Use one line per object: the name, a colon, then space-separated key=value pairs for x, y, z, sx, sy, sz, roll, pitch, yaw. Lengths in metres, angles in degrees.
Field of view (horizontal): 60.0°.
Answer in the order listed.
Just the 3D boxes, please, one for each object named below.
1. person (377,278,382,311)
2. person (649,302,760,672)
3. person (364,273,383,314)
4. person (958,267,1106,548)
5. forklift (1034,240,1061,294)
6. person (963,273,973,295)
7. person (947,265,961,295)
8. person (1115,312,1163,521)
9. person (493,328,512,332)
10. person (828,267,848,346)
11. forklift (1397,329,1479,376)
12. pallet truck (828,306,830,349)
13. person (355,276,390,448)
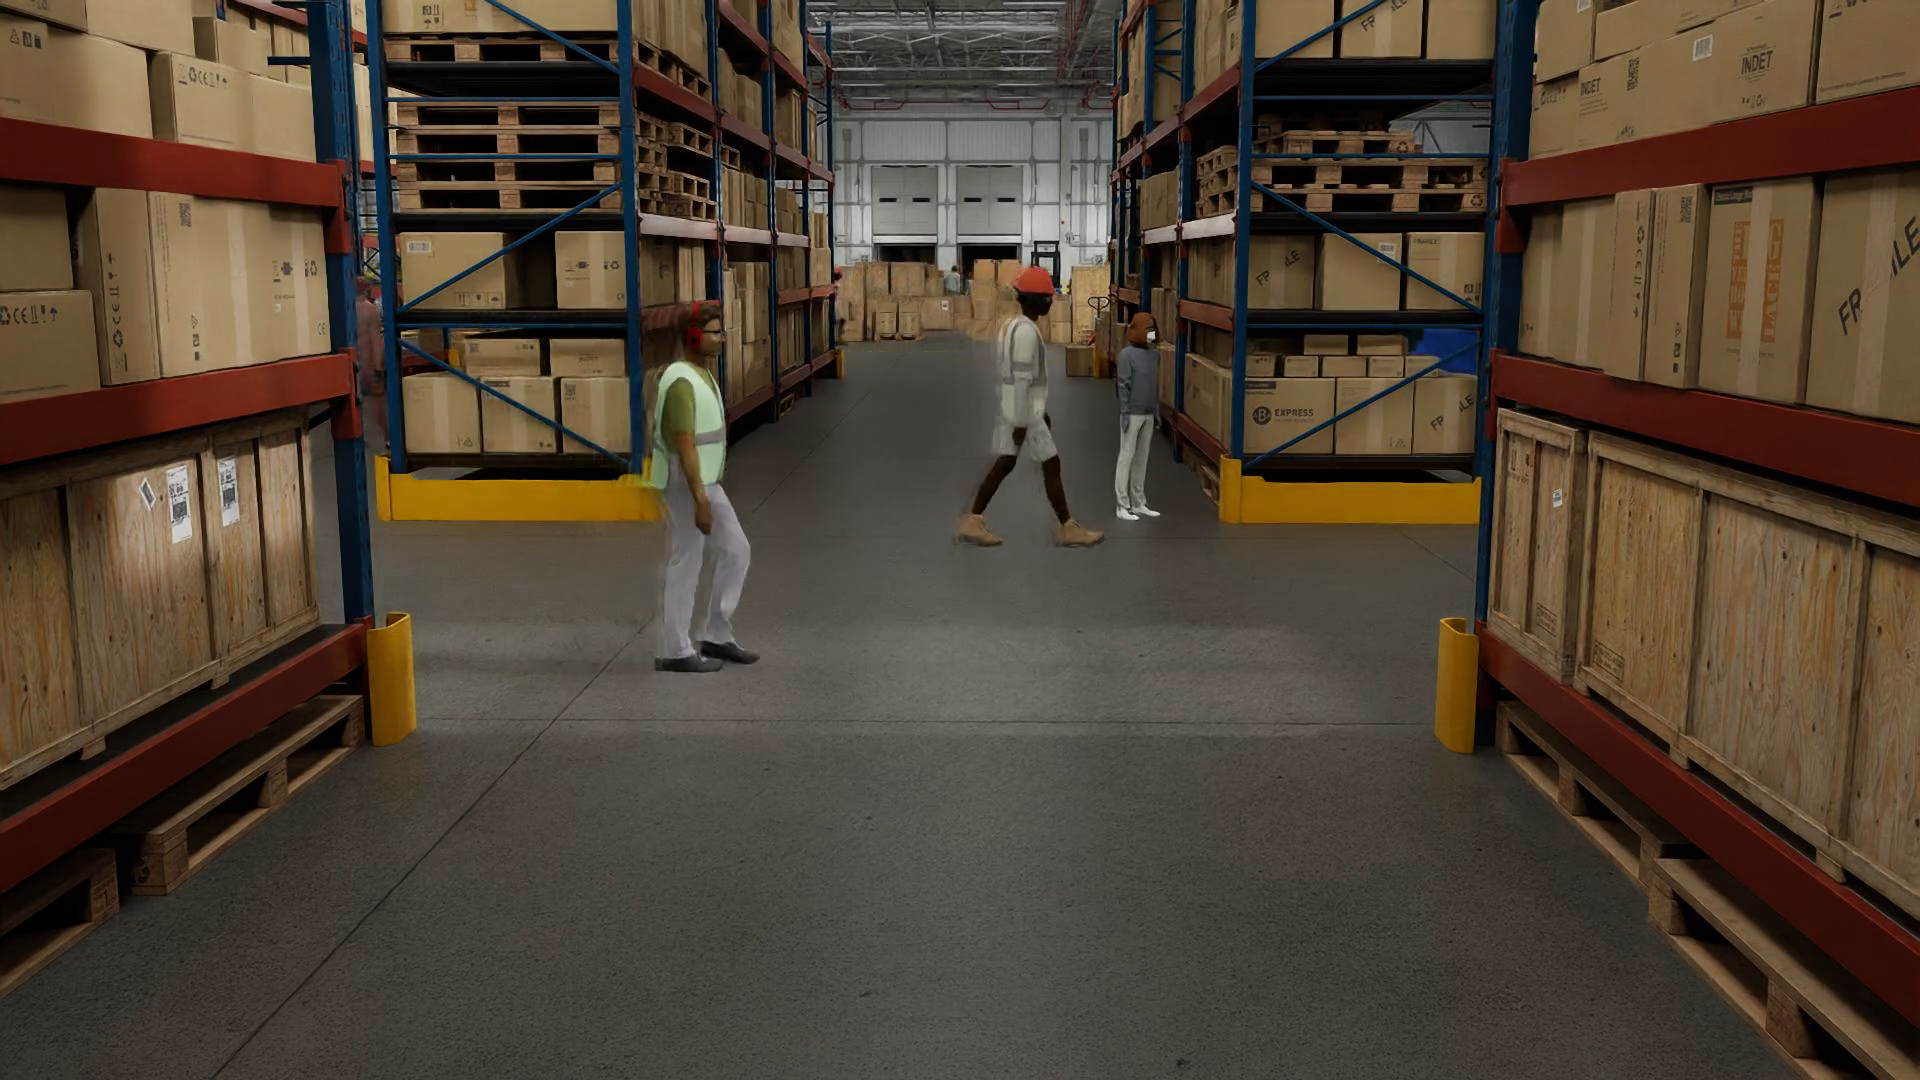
person: x=-21.953 y=-9.435 z=63.414 sx=0.329 sy=1.765 sz=0.526 roll=7 pitch=12 yaw=38
person: x=-1.212 y=-0.241 z=8.138 sx=0.605 sy=1.824 sz=0.612 roll=0 pitch=9 yaw=2
person: x=-19.708 y=-8.096 z=55.628 sx=0.924 sy=1.686 sz=0.491 roll=-1 pitch=10 yaw=-9
person: x=0.469 y=-0.921 z=11.751 sx=1.052 sy=1.992 sz=0.632 roll=-1 pitch=10 yaw=-5
forklift: x=3.172 y=-9.648 z=61.356 sx=1.129 sy=2.768 sz=1.873 roll=0 pitch=9 yaw=1
person: x=0.277 y=-9.770 z=65.908 sx=0.848 sy=1.586 sz=0.538 roll=5 pitch=11 yaw=26
person: x=-0.173 y=-9.406 z=62.780 sx=0.645 sy=1.916 sz=0.725 roll=6 pitch=11 yaw=33
person: x=1.418 y=-0.974 z=13.124 sx=0.279 sy=1.634 sz=0.497 roll=9 pitch=13 yaw=42
person: x=-8.689 y=-4.082 z=31.705 sx=0.895 sy=1.654 sz=0.527 roll=-1 pitch=10 yaw=-4
person: x=-2.947 y=-5.664 z=40.387 sx=0.673 sy=1.914 sz=0.548 roll=-1 pitch=10 yaw=-8
forklift: x=6.380 y=-3.357 z=23.673 sx=1.873 sy=2.768 sz=1.129 roll=0 pitch=9 yaw=1
pallet truck: x=-3.100 y=-3.940 z=29.800 sx=1.885 sy=1.965 sz=0.823 roll=3 pitch=10 yaw=19
person: x=-6.424 y=-1.898 z=17.963 sx=0.659 sy=1.867 sz=0.896 roll=2 pitch=10 yaw=11
